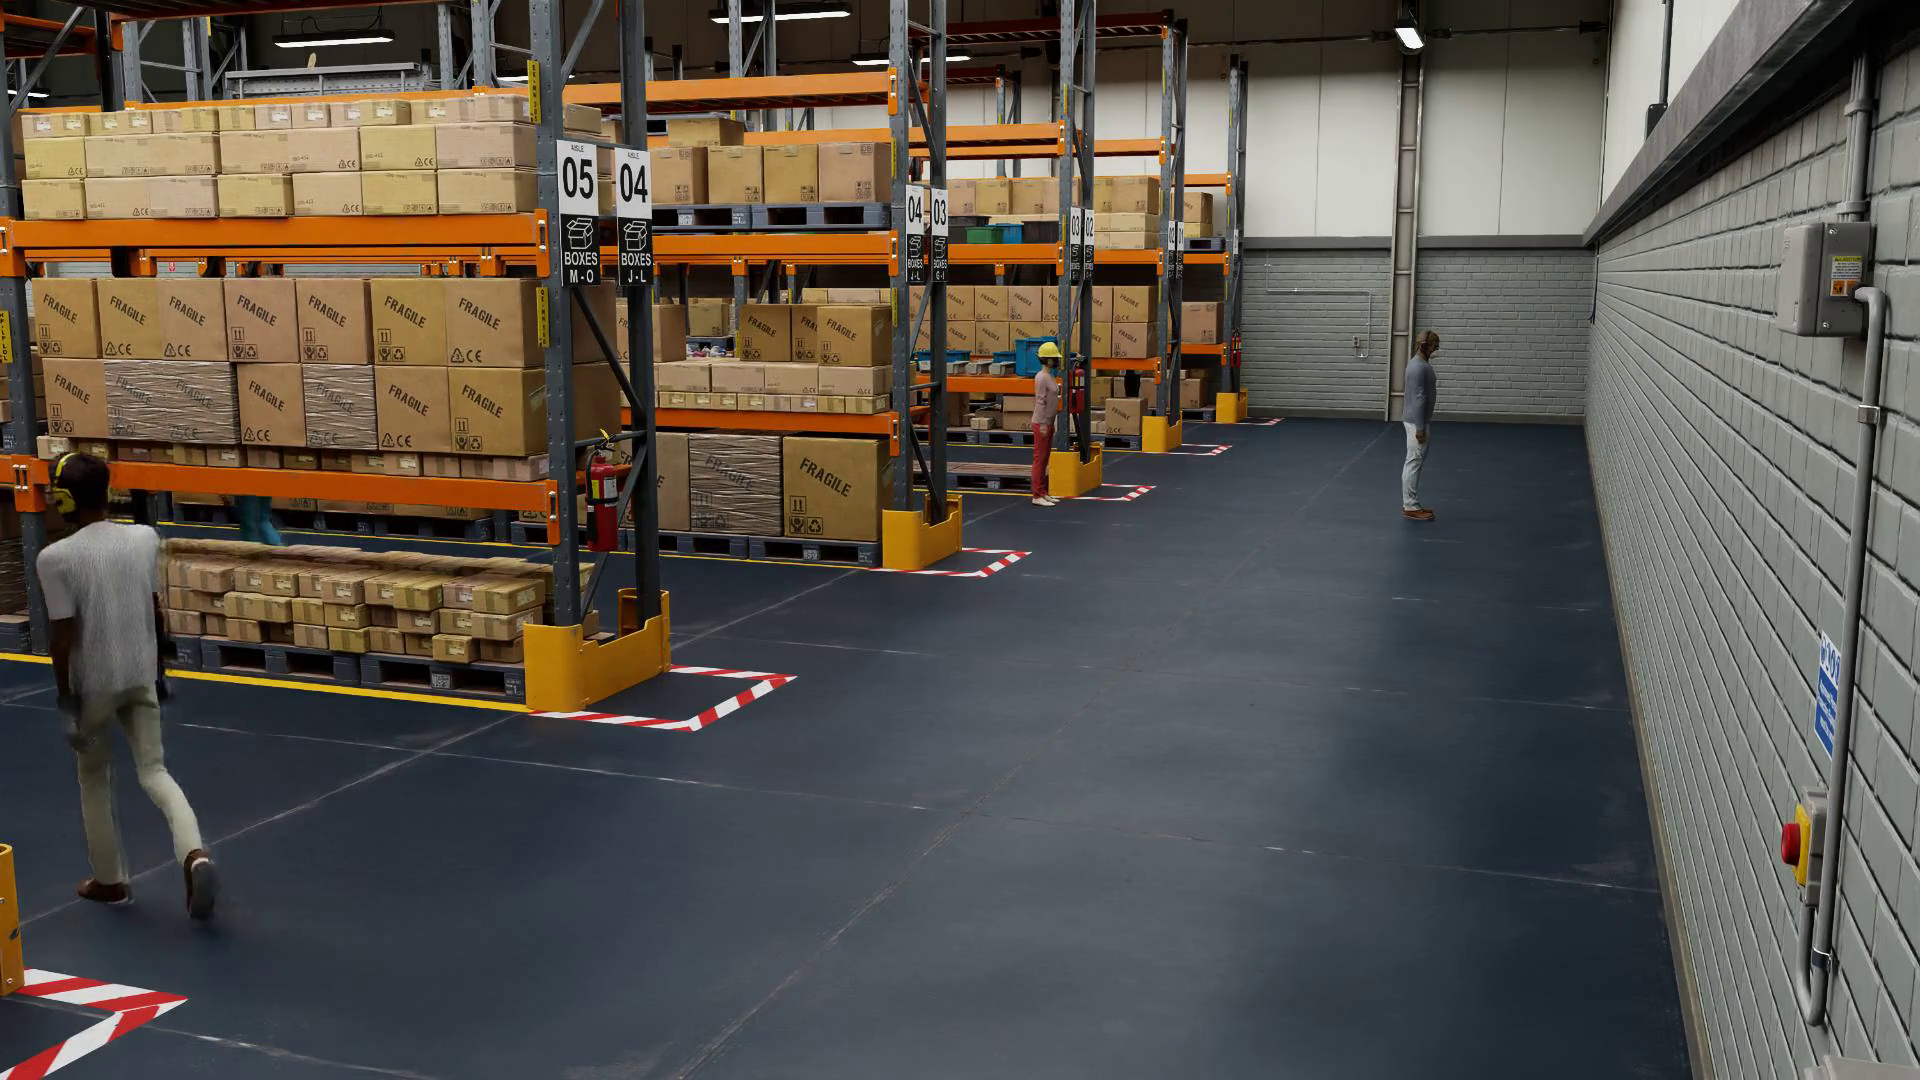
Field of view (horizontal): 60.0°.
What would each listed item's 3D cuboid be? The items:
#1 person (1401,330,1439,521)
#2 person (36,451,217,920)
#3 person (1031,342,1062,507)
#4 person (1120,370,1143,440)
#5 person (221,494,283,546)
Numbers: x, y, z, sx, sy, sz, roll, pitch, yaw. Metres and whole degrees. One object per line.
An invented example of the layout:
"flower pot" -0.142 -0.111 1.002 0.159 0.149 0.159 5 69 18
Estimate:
"person" 4.696 -1.172 16.973 0.373 1.935 0.628 2 9 15
"person" -3.220 0.570 6.411 0.801 1.836 0.530 7 11 35
"person" 0.939 -1.252 17.990 0.317 1.769 0.523 2 9 15
"person" 2.599 -2.462 25.076 0.370 1.915 0.597 2 9 15
"person" -5.423 -0.452 12.779 0.435 1.832 0.598 4 10 24
